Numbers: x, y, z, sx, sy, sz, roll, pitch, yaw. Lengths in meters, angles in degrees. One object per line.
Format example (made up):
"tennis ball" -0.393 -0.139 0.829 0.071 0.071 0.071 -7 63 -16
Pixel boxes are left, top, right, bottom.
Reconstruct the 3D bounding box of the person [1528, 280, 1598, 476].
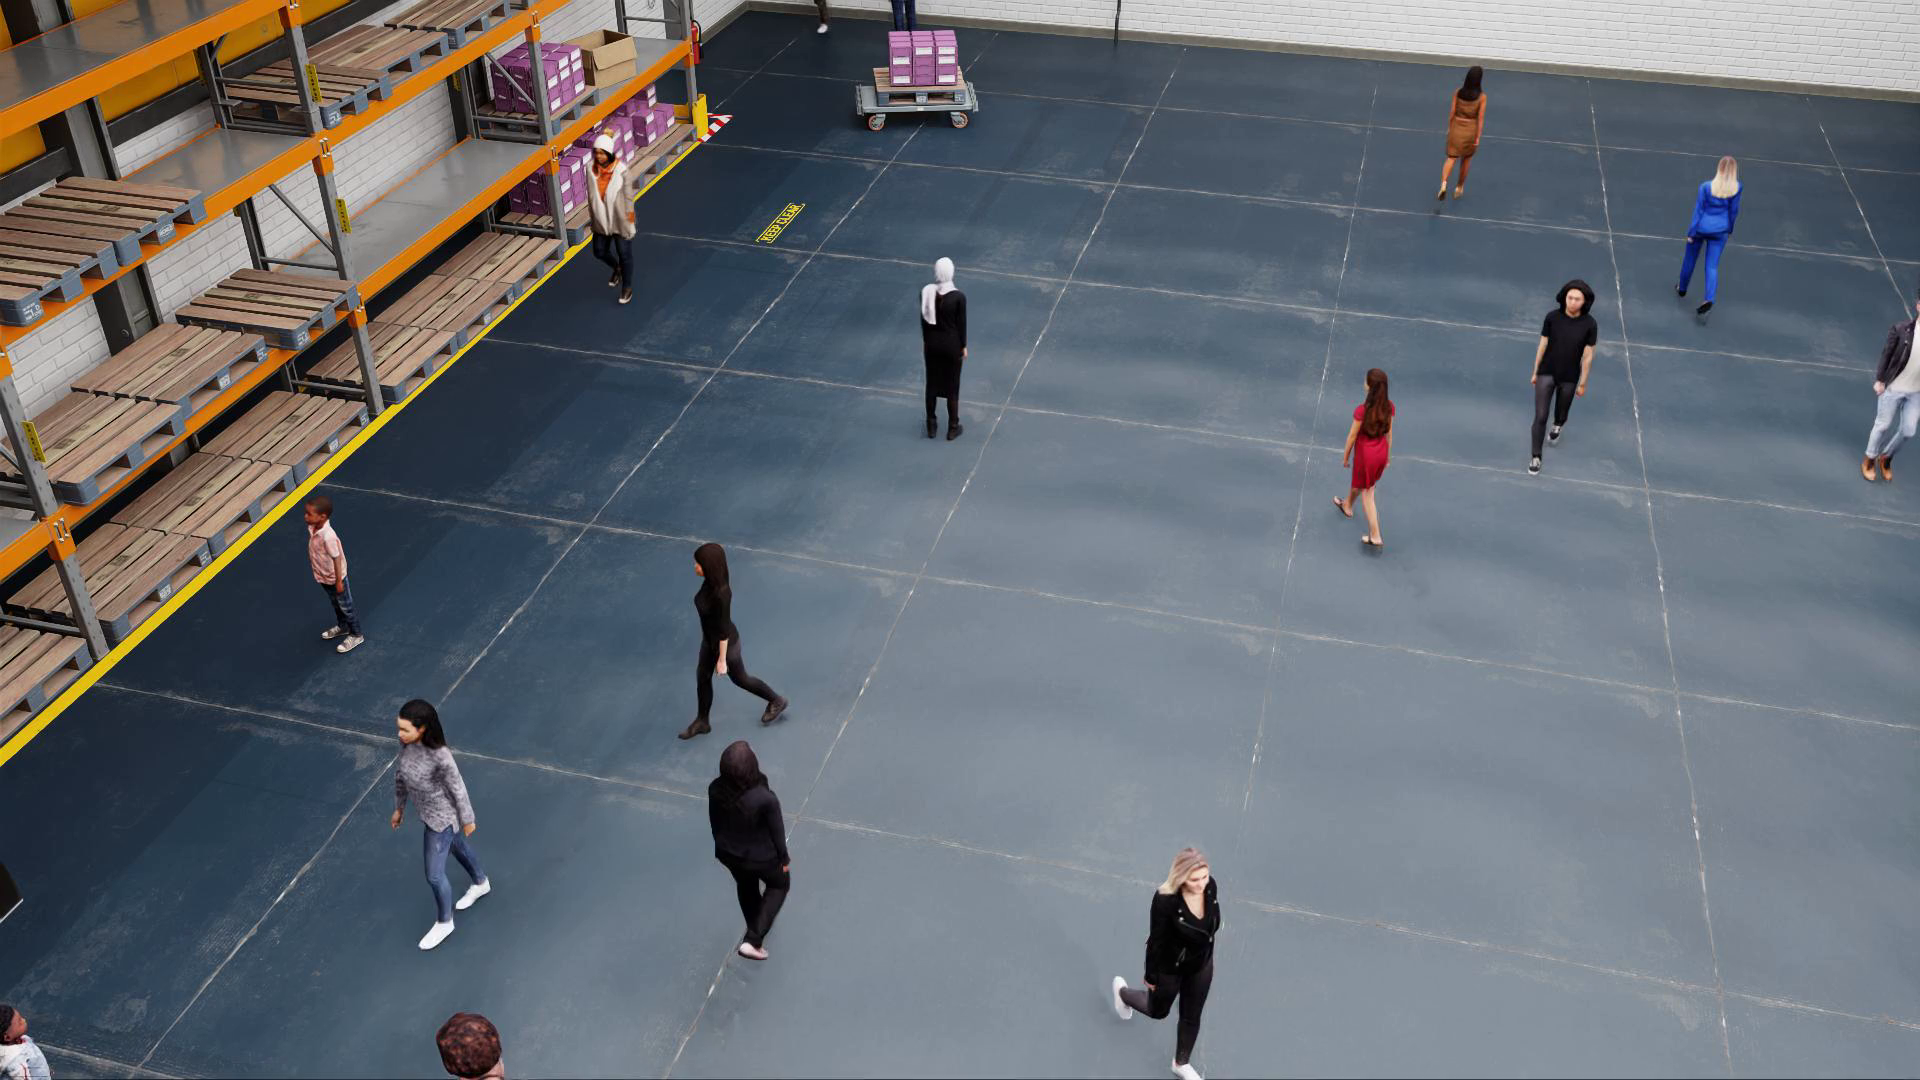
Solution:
"person" 5.402 -1.520 14.944 0.757 1.809 1.061 15 37 22

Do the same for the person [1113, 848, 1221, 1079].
"person" 1.173 2.316 9.298 1.017 1.670 1.062 -19 38 -26

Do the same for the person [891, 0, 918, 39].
"person" -0.873 -8.459 25.375 0.744 1.818 0.808 -19 38 -26

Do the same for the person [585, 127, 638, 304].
"person" -3.700 -3.518 17.884 0.738 1.883 0.816 6 34 9

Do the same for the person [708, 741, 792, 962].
"person" -1.280 1.918 9.955 0.690 1.606 0.793 12 36 18

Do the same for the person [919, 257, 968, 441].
"person" -0.160 -1.756 15.331 0.590 1.773 0.532 9 35 14

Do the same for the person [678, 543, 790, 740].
"person" -1.602 0.712 11.766 1.071 1.610 1.051 -15 37 -21

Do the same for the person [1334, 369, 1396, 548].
"person" 3.453 -0.663 13.922 0.956 1.514 1.103 -12 36 -18

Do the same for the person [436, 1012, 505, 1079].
"person" -2.191 2.954 8.244 0.767 1.775 0.697 -8 34 -12

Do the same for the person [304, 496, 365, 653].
"person" -4.813 0.239 12.750 0.621 1.307 0.591 -28 43 -35

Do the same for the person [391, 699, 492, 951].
"person" -3.152 1.637 10.286 0.840 1.708 0.972 27 42 34

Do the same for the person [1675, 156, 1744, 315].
"person" 7.952 -3.195 17.591 0.742 1.669 1.150 4 34 6

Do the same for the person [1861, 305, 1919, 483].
"person" 8.342 -1.397 14.746 0.686 1.822 0.607 6 34 8

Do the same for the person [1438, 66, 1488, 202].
"person" 6.049 -4.858 20.092 0.735 1.669 1.007 18 38 25
